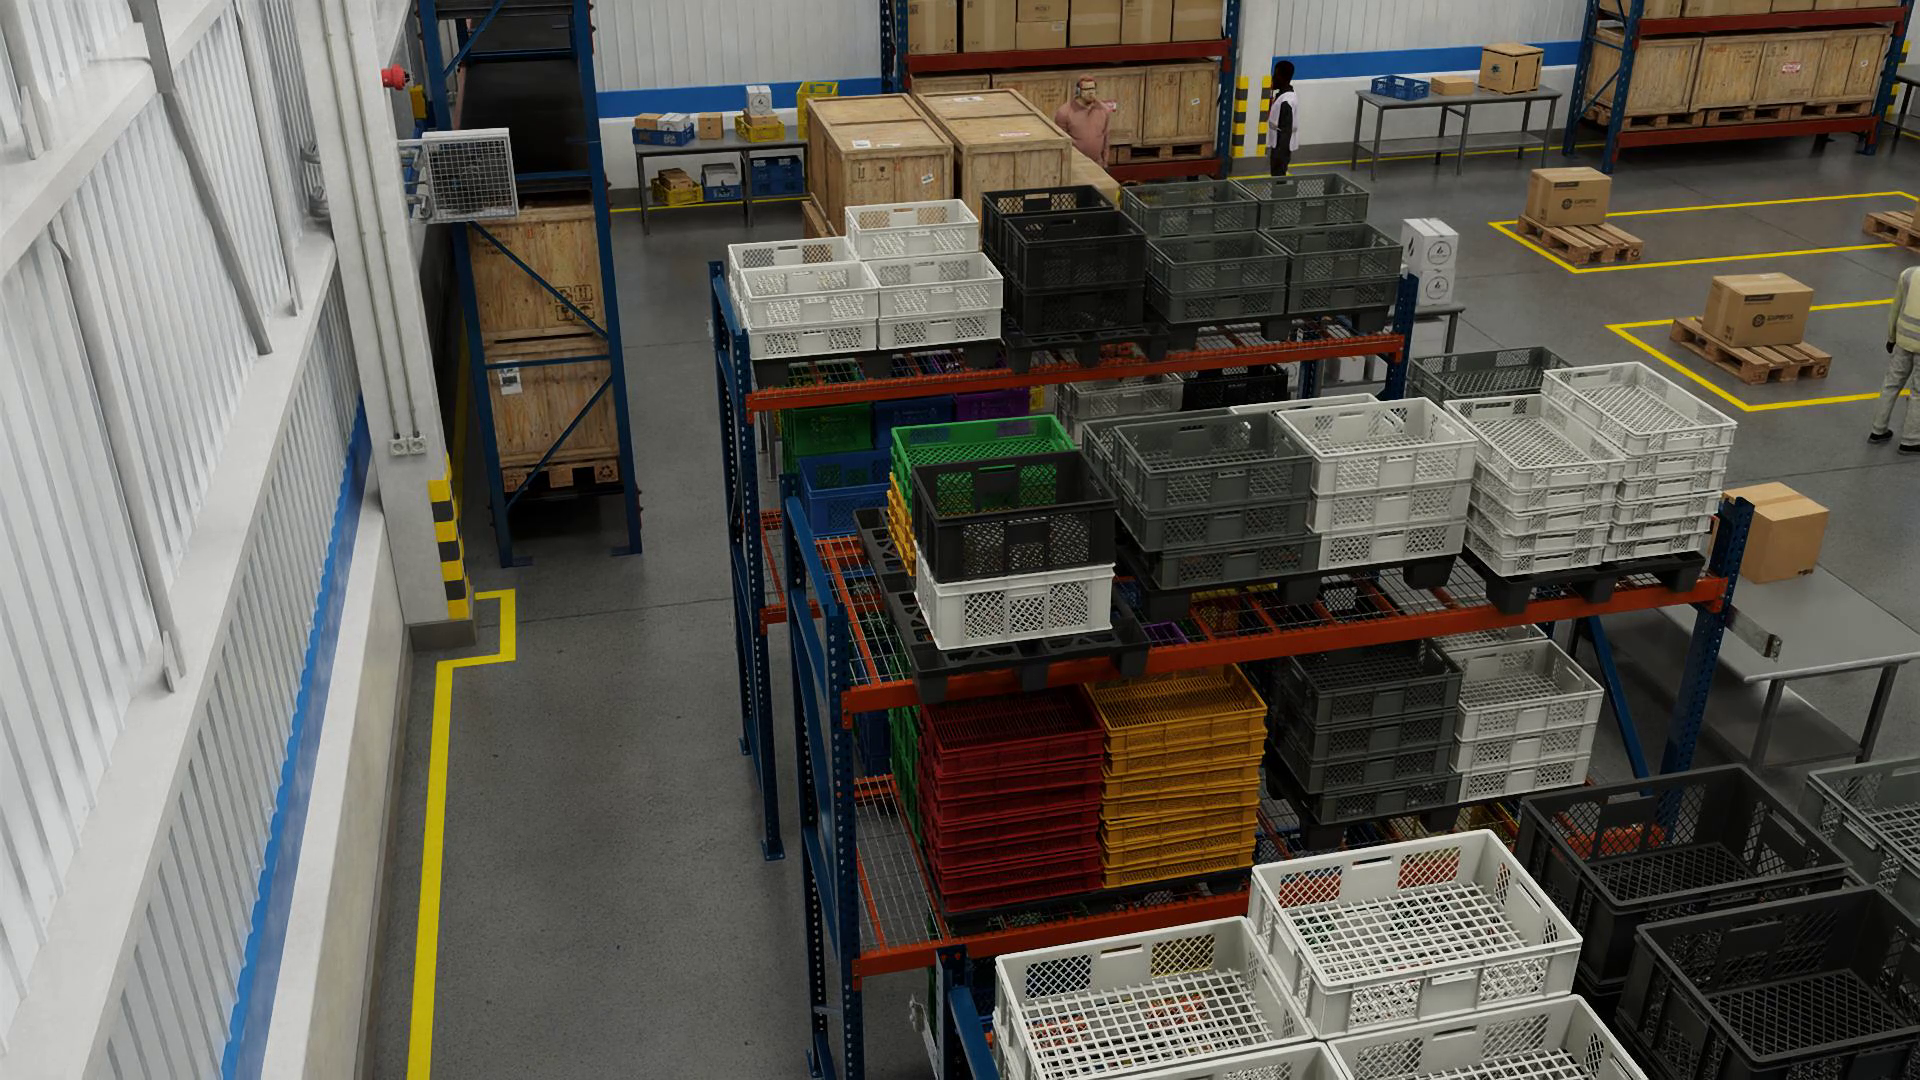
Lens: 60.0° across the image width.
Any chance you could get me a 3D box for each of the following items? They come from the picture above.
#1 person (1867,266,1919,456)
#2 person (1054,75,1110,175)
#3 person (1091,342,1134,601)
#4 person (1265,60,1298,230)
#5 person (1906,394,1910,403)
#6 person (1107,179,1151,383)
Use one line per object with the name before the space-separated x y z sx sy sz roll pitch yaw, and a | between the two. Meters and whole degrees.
person | 7.742 -1.585 13.364 0.403 1.828 0.595 -13 31 -24
person | 1.329 -4.047 17.950 0.642 1.913 0.410 -10 30 -19
person | 1.018 -0.472 11.197 0.355 1.883 0.575 0 28 0
person | 3.579 -4.371 18.558 0.377 1.915 0.599 3 28 6
person | 8.500 -1.919 14.148 0.530 1.690 0.319 15 31 26
person | 1.391 -2.268 14.646 0.398 1.846 0.571 -17 32 -29
